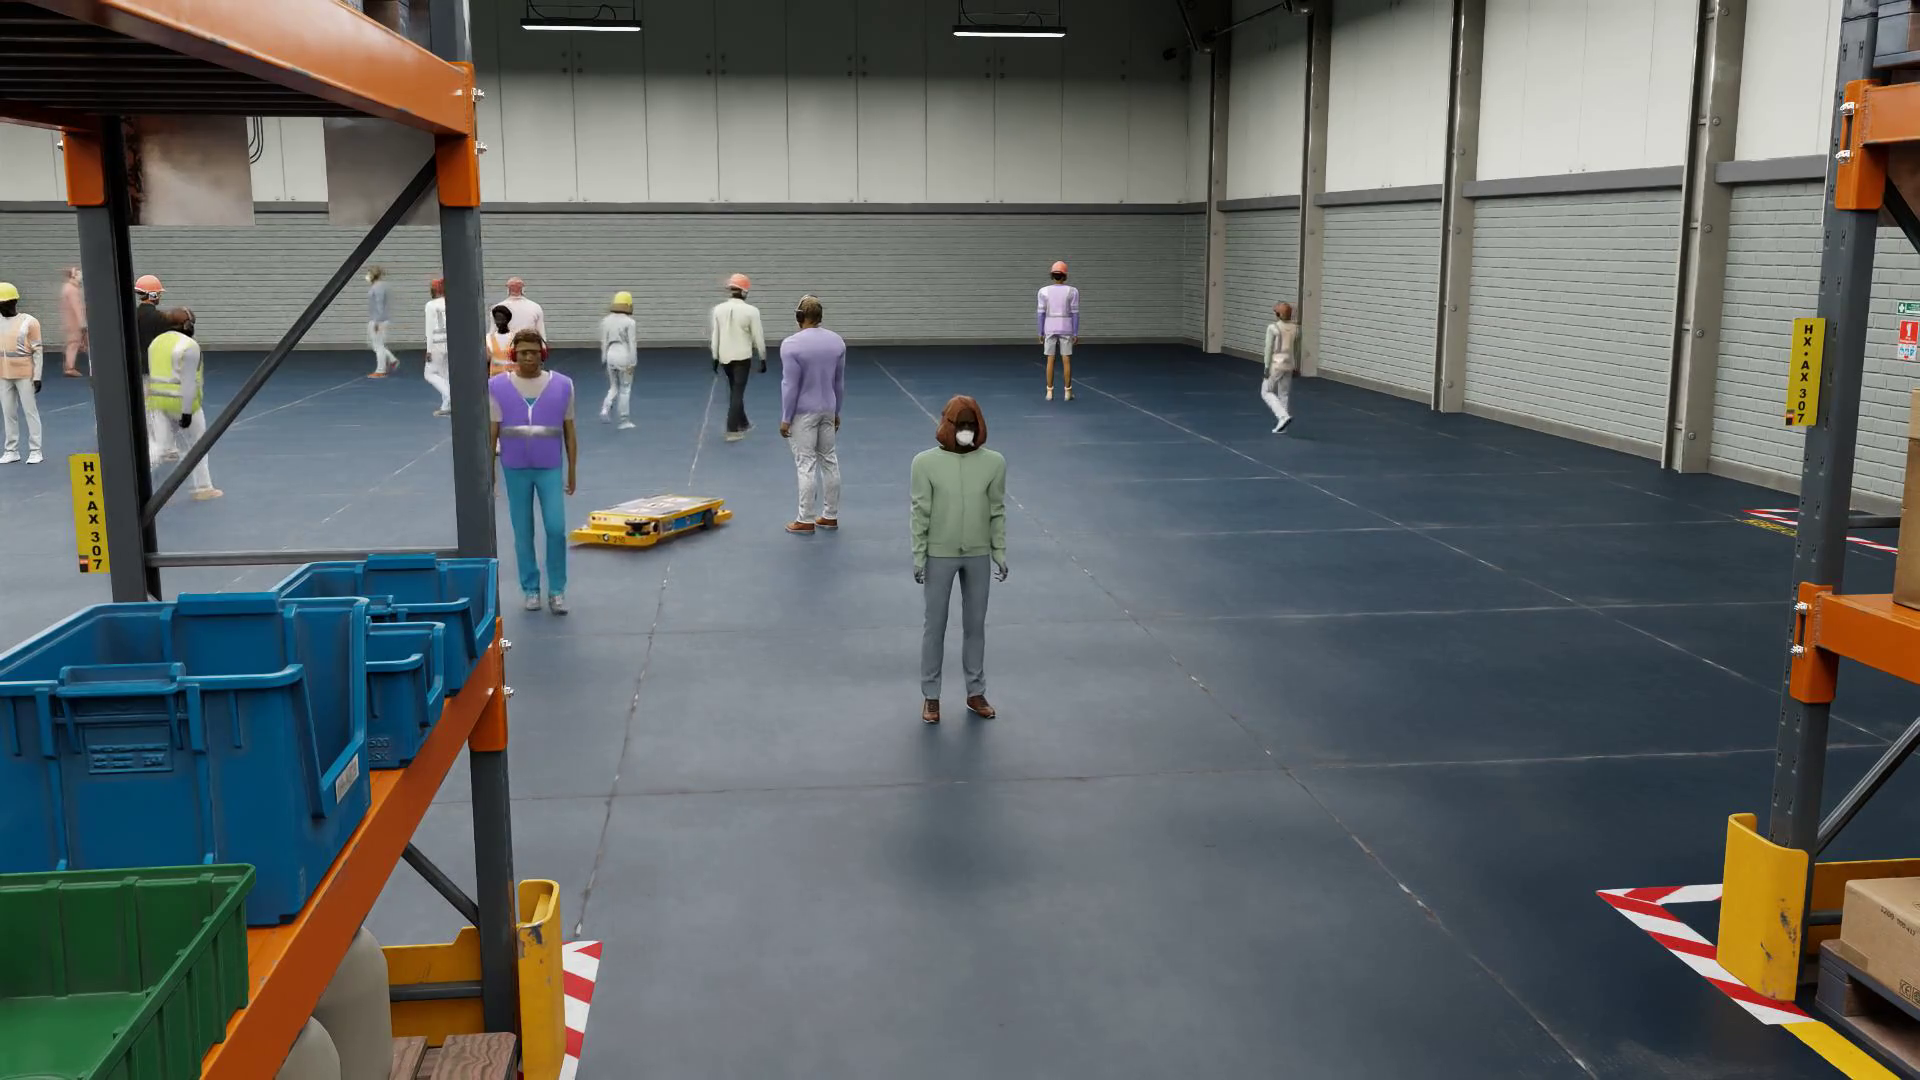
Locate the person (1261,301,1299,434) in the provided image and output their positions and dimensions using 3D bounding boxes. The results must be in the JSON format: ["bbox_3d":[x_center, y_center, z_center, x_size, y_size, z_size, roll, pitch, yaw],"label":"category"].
[{"bbox_3d":[3.907,-2.084,20.229,0.532,1.623,0.402,-7,12,-32],"label":"person"}]

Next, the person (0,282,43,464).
[{"bbox_3d":[-10.026,-1.761,17.639,0.584,1.927,0.369,0,10,2],"label":"person"}]

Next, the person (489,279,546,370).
[{"bbox_3d":[-5.518,-2.304,20.784,0.665,1.887,0.631,-4,11,-22],"label":"person"}]

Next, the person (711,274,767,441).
[{"bbox_3d":[-2.601,-2.194,19.936,0.647,1.946,0.962,5,11,24],"label":"person"}]

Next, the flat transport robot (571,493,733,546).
[{"bbox_3d":[-2.481,-0.180,13.511,0.652,0.197,1.431,4,11,21],"label":"flat transport robot"}]

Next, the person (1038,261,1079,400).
[{"bbox_3d":[1.449,-3.076,24.525,0.608,2.045,0.392,2,10,9],"label":"person"}]

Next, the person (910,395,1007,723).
[{"bbox_3d":[-0.004,0.091,8.289,0.497,1.633,0.286,-3,11,-16],"label":"person"}]

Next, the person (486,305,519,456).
[{"bbox_3d":[-5.056,-1.802,18.603,0.528,1.655,0.864,-1,10,-3],"label":"person"}]

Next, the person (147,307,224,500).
[{"bbox_3d":[-7.142,-1.193,14.965,0.635,1.790,0.908,4,11,23],"label":"person"}]

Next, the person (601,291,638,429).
[{"bbox_3d":[-4.267,-2.250,20.867,0.511,1.723,0.450,5,12,26],"label":"person"}]

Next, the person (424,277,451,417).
[{"bbox_3d":[-6.890,-2.554,22.144,0.465,1.866,0.596,4,11,22],"label":"person"}]

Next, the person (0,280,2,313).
[{"bbox_3d":[-19.665,-4.639,33.652,0.429,1.844,0.624,6,12,32],"label":"person"}]

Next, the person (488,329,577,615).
[{"bbox_3d":[-2.716,-0.419,10.562,0.577,1.824,0.680,-3,11,-15],"label":"person"}]

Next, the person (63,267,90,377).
[{"bbox_3d":[-15.073,-3.747,28.667,0.849,1.874,0.667,-5,11,-25],"label":"person"}]

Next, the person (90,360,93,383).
[{"bbox_3d":[-9.212,-1.851,18.285,0.628,1.865,0.499,0,10,-1],"label":"person"}]

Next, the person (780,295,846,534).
[{"bbox_3d":[-1.207,-1.015,13.517,0.372,1.940,0.631,10,14,44],"label":"person"}]

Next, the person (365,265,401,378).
[{"bbox_3d":[-9.924,-3.724,28.414,0.495,1.924,0.632,-5,12,-26],"label":"person"}]

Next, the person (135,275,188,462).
[{"bbox_3d":[-8.642,-1.834,17.852,0.609,1.995,0.375,5,11,24],"label":"person"}]
